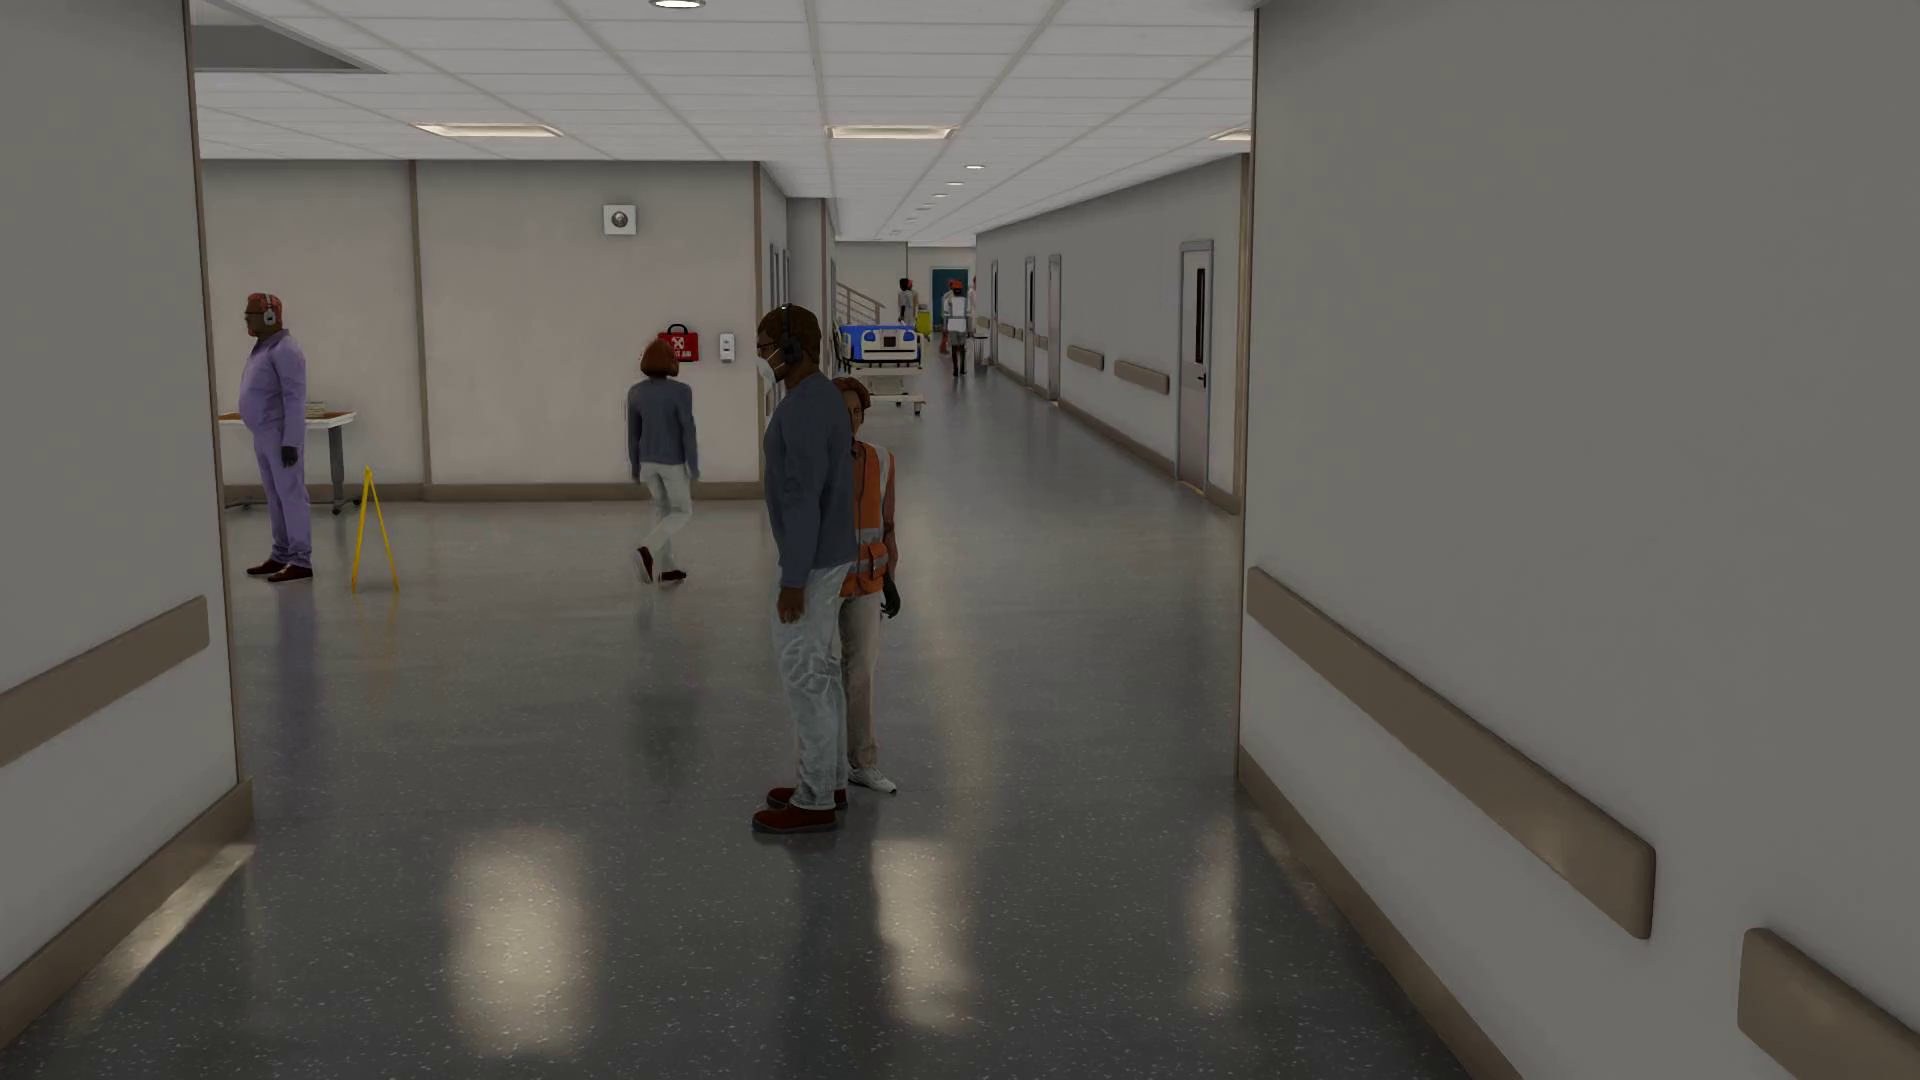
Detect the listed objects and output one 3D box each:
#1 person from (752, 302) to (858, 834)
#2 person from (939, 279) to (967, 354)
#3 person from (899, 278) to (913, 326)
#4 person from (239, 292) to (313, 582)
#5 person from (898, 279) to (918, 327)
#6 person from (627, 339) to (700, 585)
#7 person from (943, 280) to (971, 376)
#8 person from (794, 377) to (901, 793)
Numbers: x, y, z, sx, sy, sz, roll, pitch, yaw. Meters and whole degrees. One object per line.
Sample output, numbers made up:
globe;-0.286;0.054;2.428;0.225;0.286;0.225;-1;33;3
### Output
person;-0.570;0.100;6.103;0.391;1.928;0.636;0;9;-1
person;-0.204;-5.728;42.696;1.004;1.931;0.635;-7;11;-36
person;-1.417;-5.851;43.377;0.389;1.953;0.612;3;10;18
person;-4.565;-0.682;11.058;0.400;1.910;0.643;-7;12;-39
person;-1.392;-5.945;44.041;0.543;1.927;0.384;2;9;11
person;-1.953;-0.490;10.736;0.502;1.614;0.584;5;10;28
person;-0.077;-4.274;33.612;0.546;1.914;0.722;-2;9;-10
person;-0.458;0.193;6.402;0.514;1.641;0.308;-7;11;-37
